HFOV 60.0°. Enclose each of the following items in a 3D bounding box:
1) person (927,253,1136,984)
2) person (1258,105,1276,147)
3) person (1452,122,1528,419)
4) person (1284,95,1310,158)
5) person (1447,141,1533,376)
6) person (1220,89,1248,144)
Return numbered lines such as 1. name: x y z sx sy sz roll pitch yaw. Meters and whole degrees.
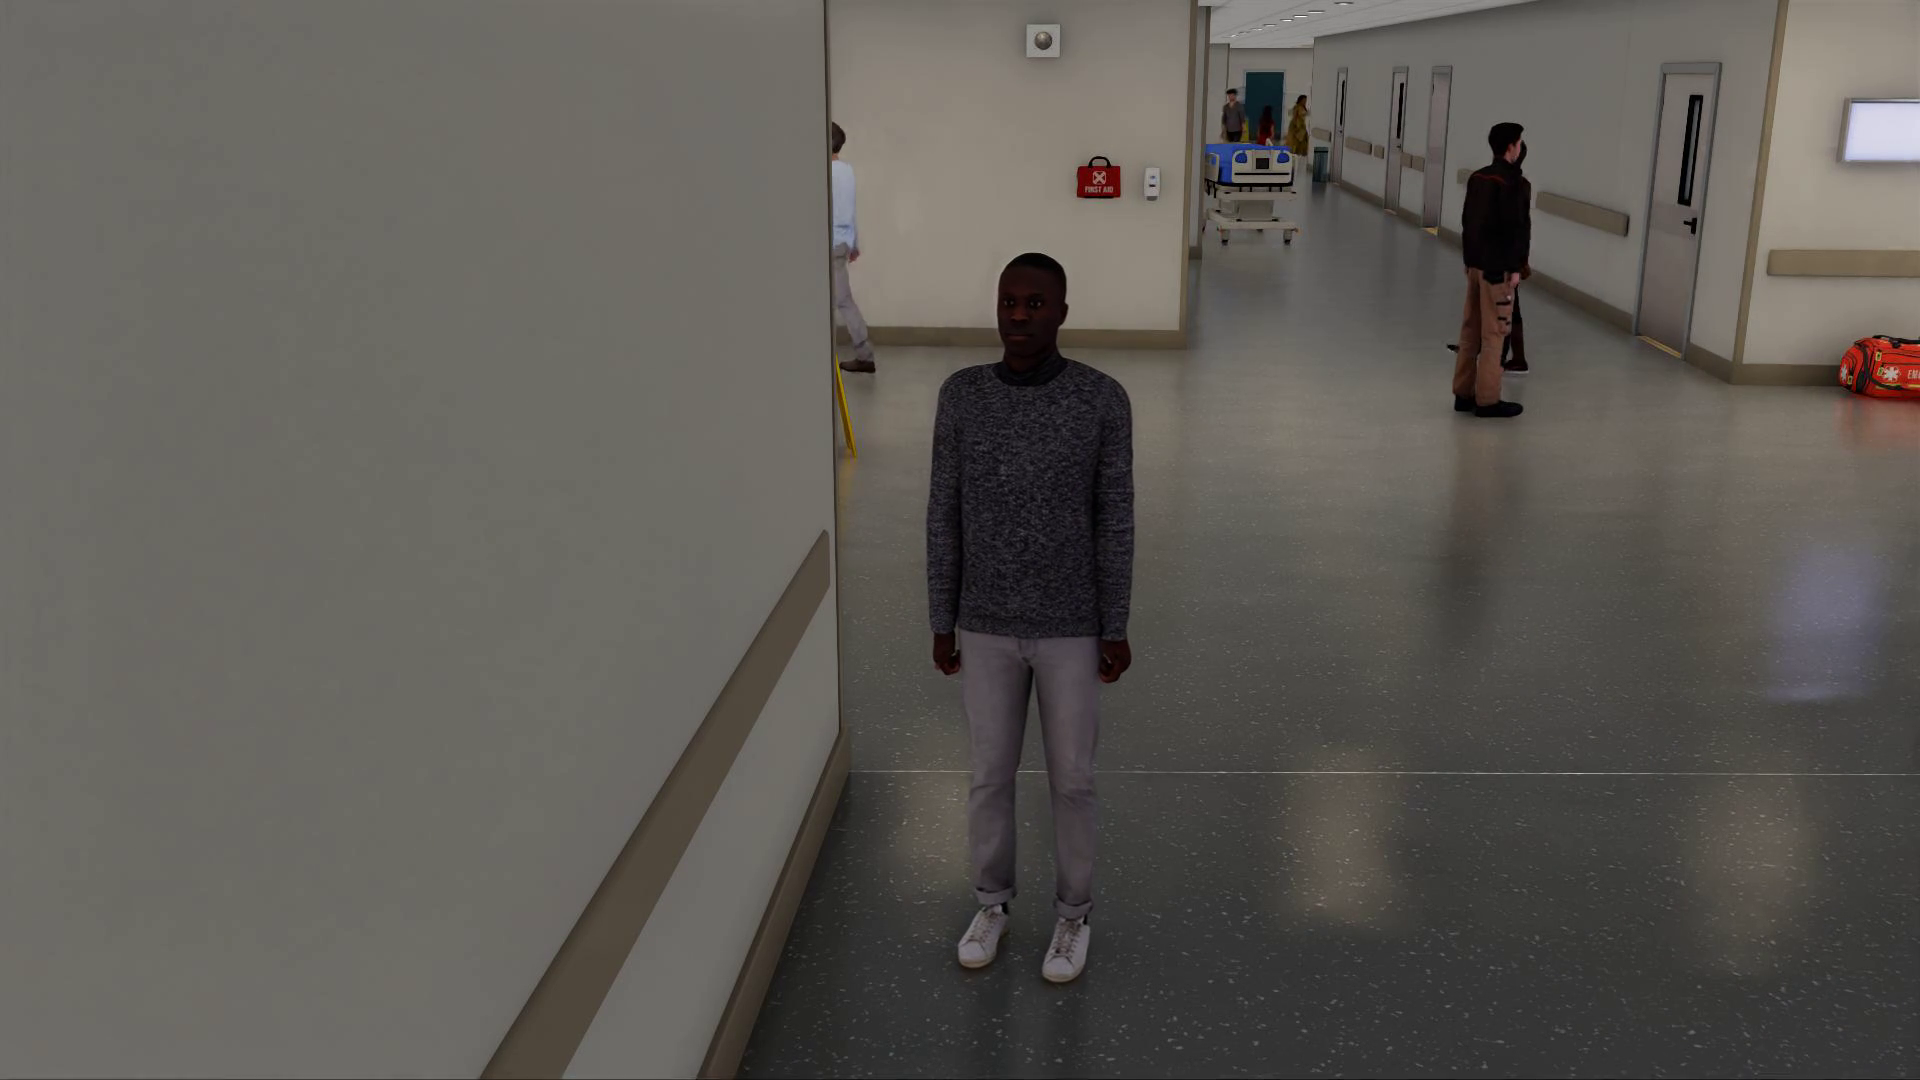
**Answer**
1. person: 0.190 0.200 4.163 0.506 1.835 0.750 3 16 11
2. person: 6.451 -8.418 35.305 1.033 1.516 0.835 7 17 24
3. person: 3.546 -1.800 11.096 0.737 1.924 0.781 -5 16 -17
4. person: 8.901 -10.952 44.141 1.168 1.605 1.229 -13 20 -38
5. person: 4.192 -2.098 12.493 1.024 1.739 1.083 -13 20 -38
6. person: 6.109 -8.960 36.618 1.181 1.855 1.127 -14 21 -41
